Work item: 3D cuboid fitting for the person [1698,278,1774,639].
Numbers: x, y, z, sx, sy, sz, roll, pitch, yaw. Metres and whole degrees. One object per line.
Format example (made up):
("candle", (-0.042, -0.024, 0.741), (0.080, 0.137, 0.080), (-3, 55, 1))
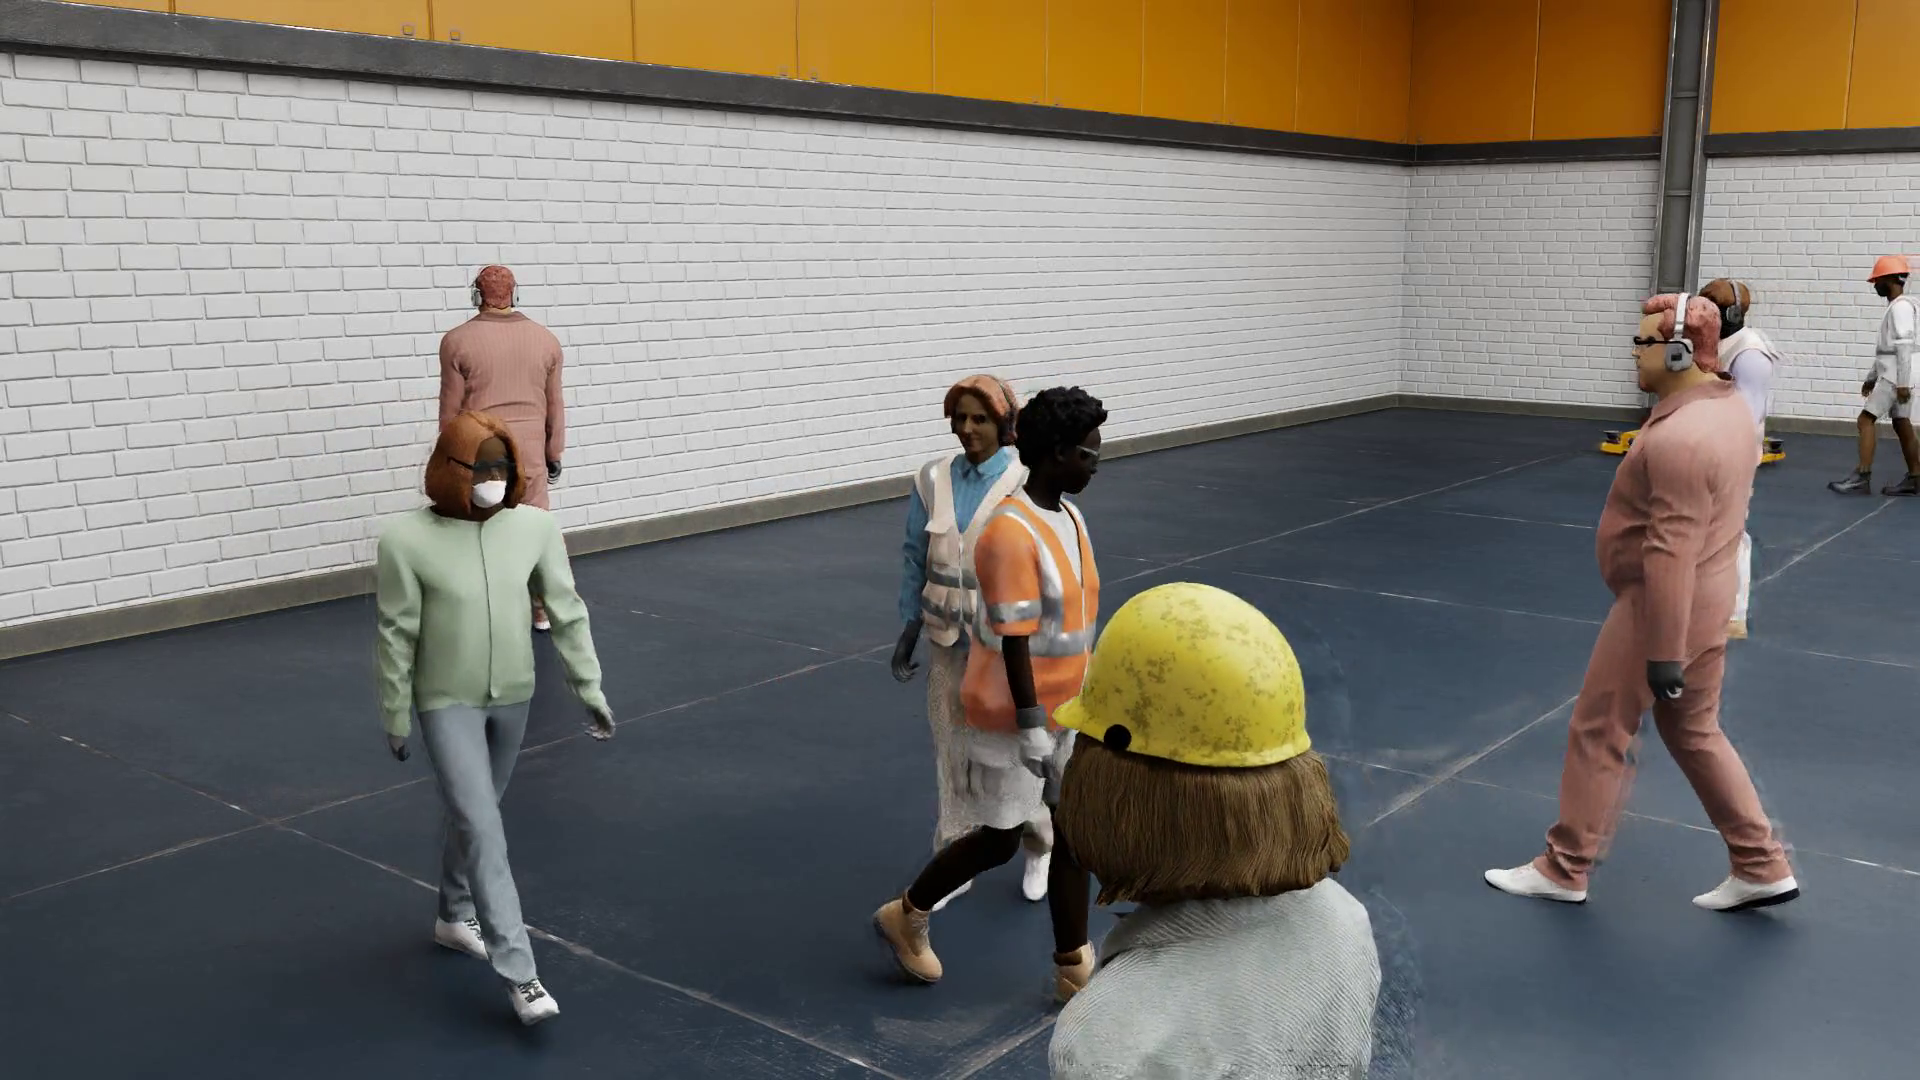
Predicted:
("person", (3.775, -0.395, 8.398), (0.584, 1.826, 0.651), (0, 10, -1))

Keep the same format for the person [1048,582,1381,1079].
("person", (0.268, 0.882, 1.687), (0.501, 1.701, 0.911), (-10, 14, -43))

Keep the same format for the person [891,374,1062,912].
("person", (0.054, 0.316, 5.015), (0.535, 1.636, 0.379), (6, 12, 31))

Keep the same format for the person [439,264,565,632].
("person", (-2.341, -0.448, 8.512), (0.637, 1.900, 0.403), (-7, 13, -35))

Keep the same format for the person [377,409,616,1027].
("person", (-1.229, 0.445, 4.397), (0.525, 1.577, 0.866), (-9, 14, -42))

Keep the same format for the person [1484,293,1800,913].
("person", (2.099, 0.208, 4.941), (0.841, 1.876, 0.643), (8, 13, 38))

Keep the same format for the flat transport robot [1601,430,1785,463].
("flat transport robot", (6.786, -0.881, 15.414), (0.652, 0.197, 1.431), (-9, 14, -42))

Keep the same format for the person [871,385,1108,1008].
("person", (0.123, 0.422, 4.338), (0.714, 1.661, 0.518), (6, 12, 29))

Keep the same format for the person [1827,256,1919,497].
("person", (7.283, -1.279, 13.118), (0.804, 1.890, 0.573), (6, 12, 29))
